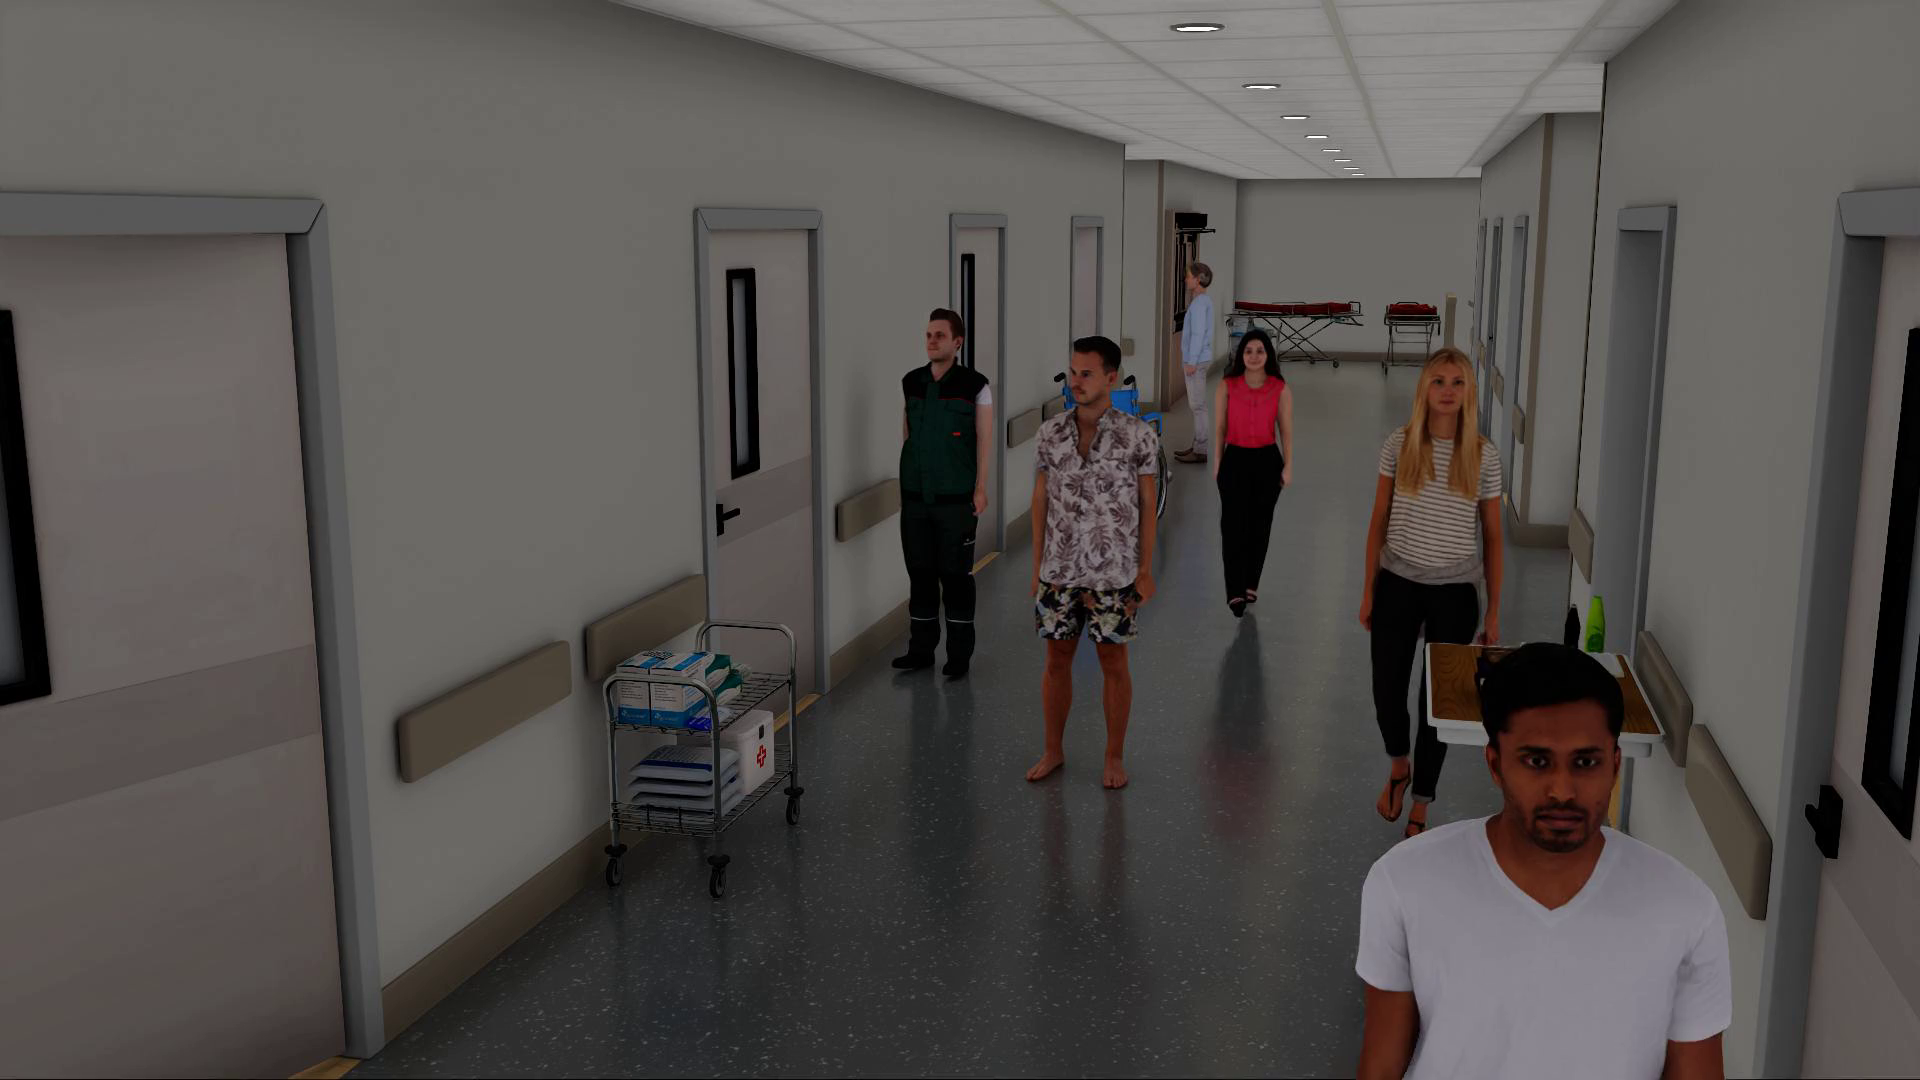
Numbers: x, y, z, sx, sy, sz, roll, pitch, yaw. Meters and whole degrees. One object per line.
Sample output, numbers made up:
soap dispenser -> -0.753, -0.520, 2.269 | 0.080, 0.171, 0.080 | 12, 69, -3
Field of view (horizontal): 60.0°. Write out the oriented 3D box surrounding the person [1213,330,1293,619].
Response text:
person -> 1.685, -0.373, 9.656 | 0.718, 1.615, 1.118 | 1, 11, 5

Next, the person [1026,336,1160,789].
person -> 0.531, 0.077, 6.745 | 0.679, 1.816, 0.583 | 4, 11, 19

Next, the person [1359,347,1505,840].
person -> 1.690, 0.211, 6.037 | 0.626, 1.816, 0.651 | 3, 11, 15

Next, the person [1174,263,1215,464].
person -> 2.265, -1.699, 15.891 | 0.732, 1.894, 0.547 | 2, 11, 8

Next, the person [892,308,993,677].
person -> -0.096, -0.242, 8.342 | 0.685, 1.842, 0.641 | 5, 12, 26

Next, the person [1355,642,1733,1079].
person -> 0.805, 0.968, 2.363 | 0.682, 1.698, 1.102 | 2, 11, 12
